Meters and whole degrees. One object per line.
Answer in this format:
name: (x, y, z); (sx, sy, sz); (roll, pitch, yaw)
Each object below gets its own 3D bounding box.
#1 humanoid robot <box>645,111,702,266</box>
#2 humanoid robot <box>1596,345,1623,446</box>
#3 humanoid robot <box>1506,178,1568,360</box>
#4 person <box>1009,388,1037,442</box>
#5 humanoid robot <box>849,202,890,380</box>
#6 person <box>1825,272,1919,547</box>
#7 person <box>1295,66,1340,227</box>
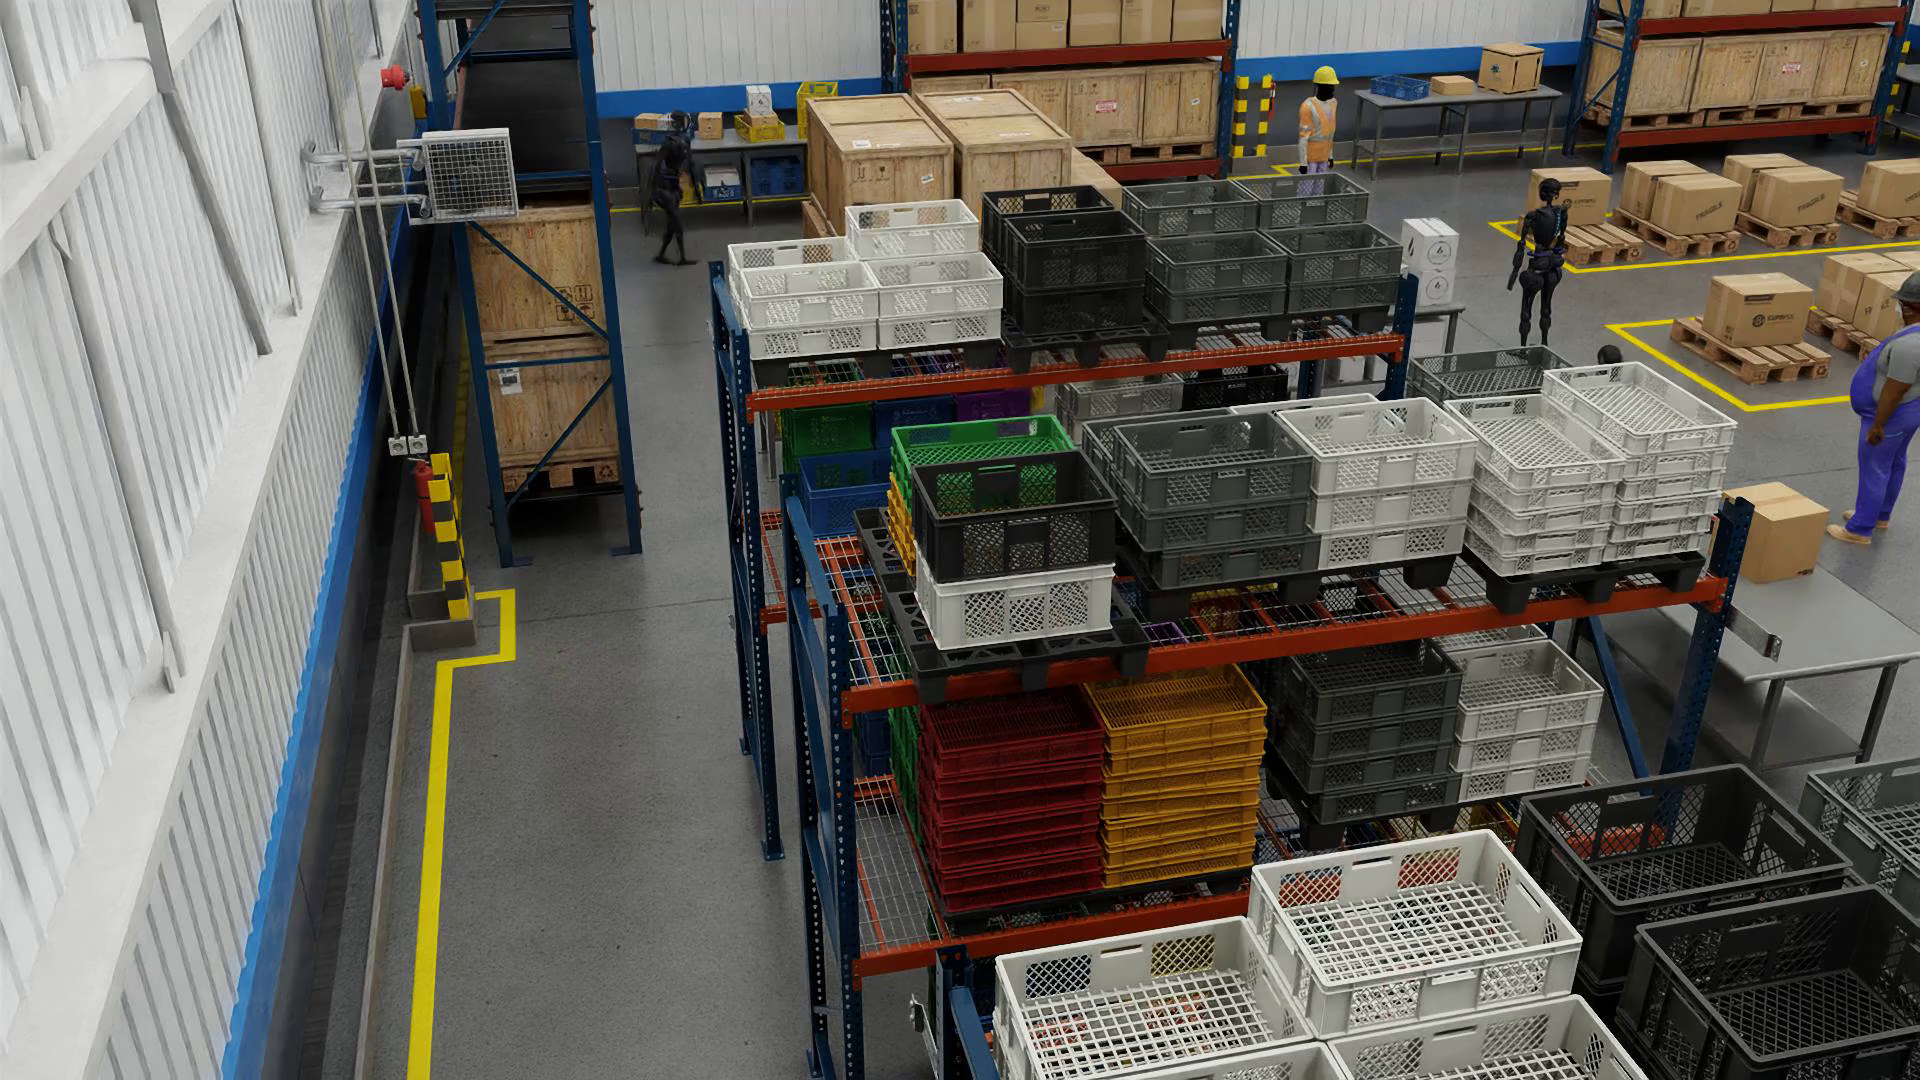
humanoid robot: (-3.039, -3.696, 17.586); (0.639, 1.622, 0.650); (8, 29, 16)
humanoid robot: (4.408, -0.585, 11.631); (0.598, 1.657, 0.324); (-2, 28, -3)
humanoid robot: (5.322, -2.500, 15.277); (0.572, 1.650, 0.333); (-14, 31, -24)
person: (0.289, -0.109, 10.533); (0.617, 1.865, 0.613); (13, 30, 23)
humanoid robot: (-0.871, -2.147, 14.635); (0.702, 1.623, 0.616); (2, 28, 3)
person: (6.677, -0.959, 11.967); (0.681, 2.000, 0.536); (-24, 36, -38)
person: (3.924, -4.233, 18.296); (0.586, 1.930, 0.361); (-25, 37, -39)
